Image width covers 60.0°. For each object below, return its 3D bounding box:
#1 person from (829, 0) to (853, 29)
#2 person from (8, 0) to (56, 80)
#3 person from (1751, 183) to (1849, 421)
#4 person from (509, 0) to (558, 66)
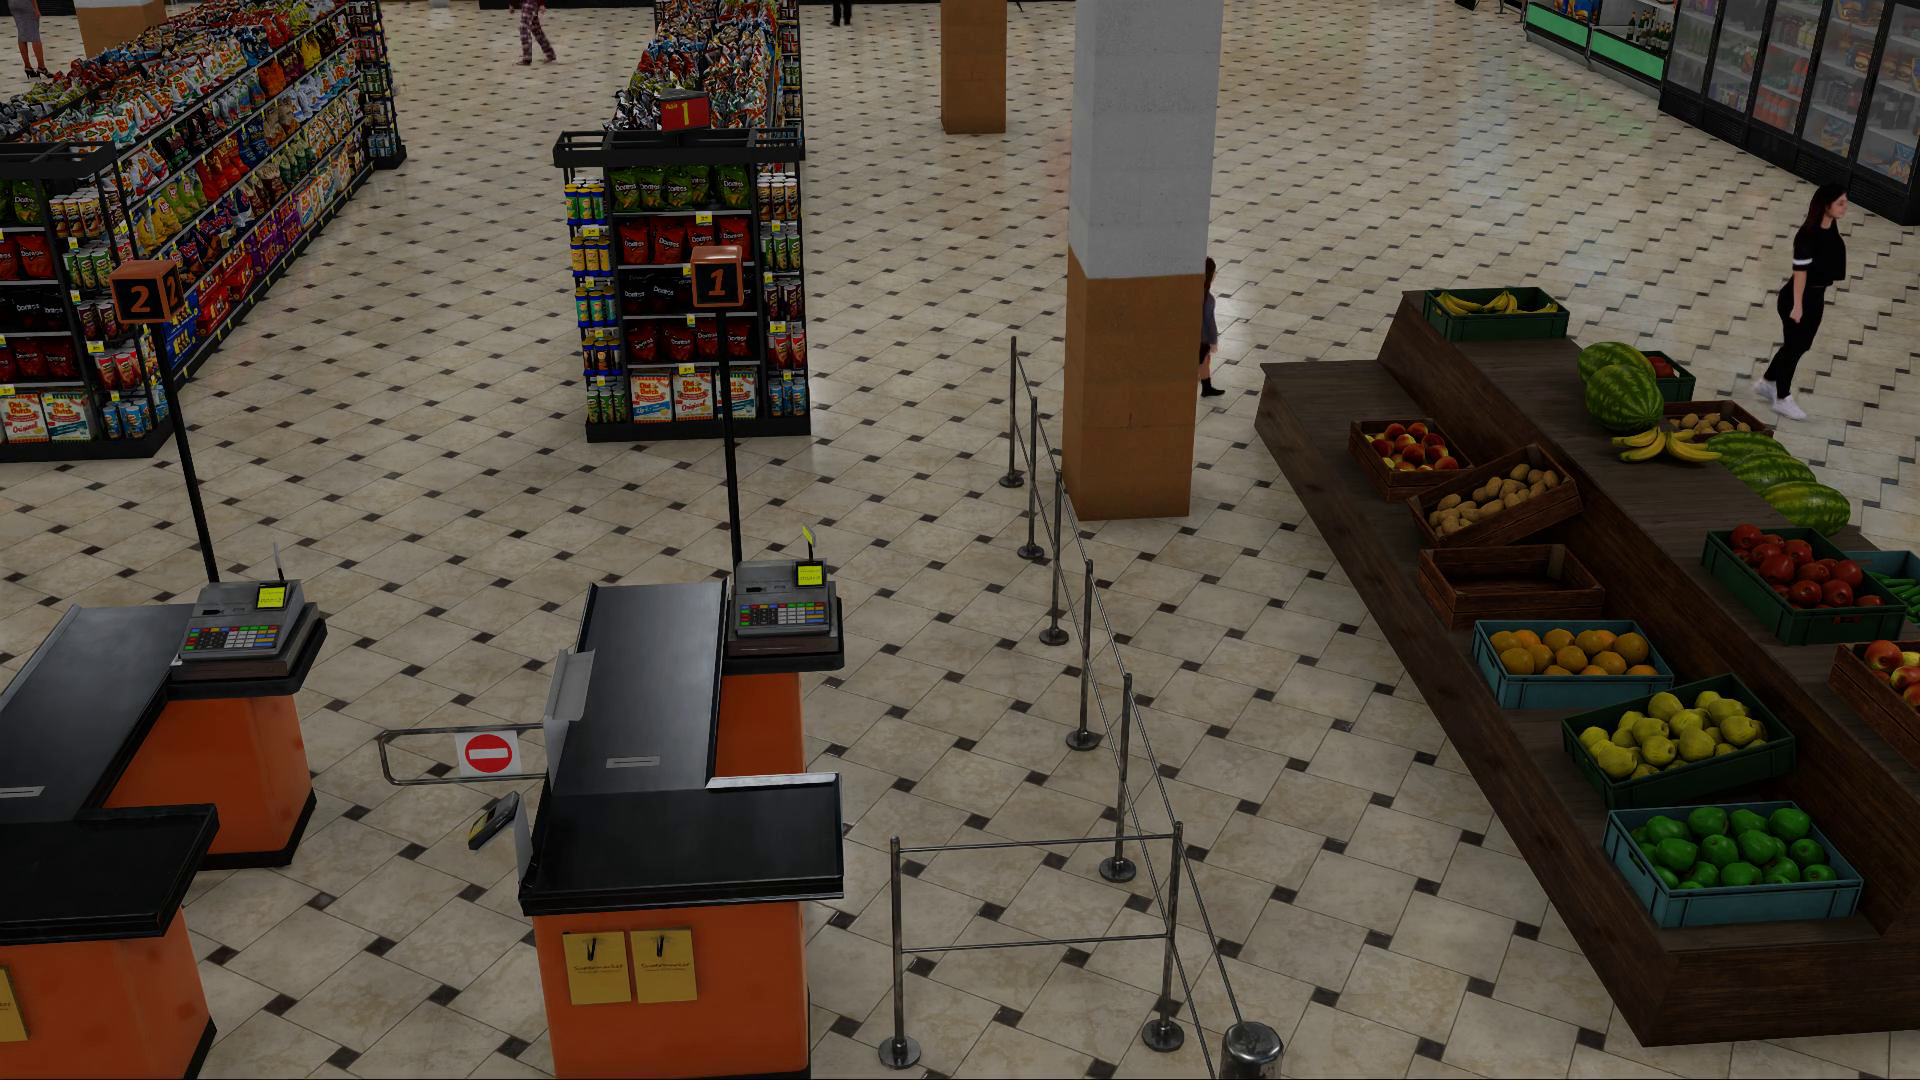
[{"bbox_3d":[-1.850,-8.579,25.347,0.647,1.452,0.646,-17,31,-29],"label":"person"},{"bbox_3d":[-12.294,-6.971,21.812,0.665,1.781,0.657,8,28,15],"label":"person"},{"bbox_3d":[5.823,-1.672,11.522,0.779,1.638,0.842,-22,34,-36],"label":"person"},{"bbox_3d":[-5.780,-7.256,22.611,0.957,1.566,0.983,22,34,36],"label":"person"}]
